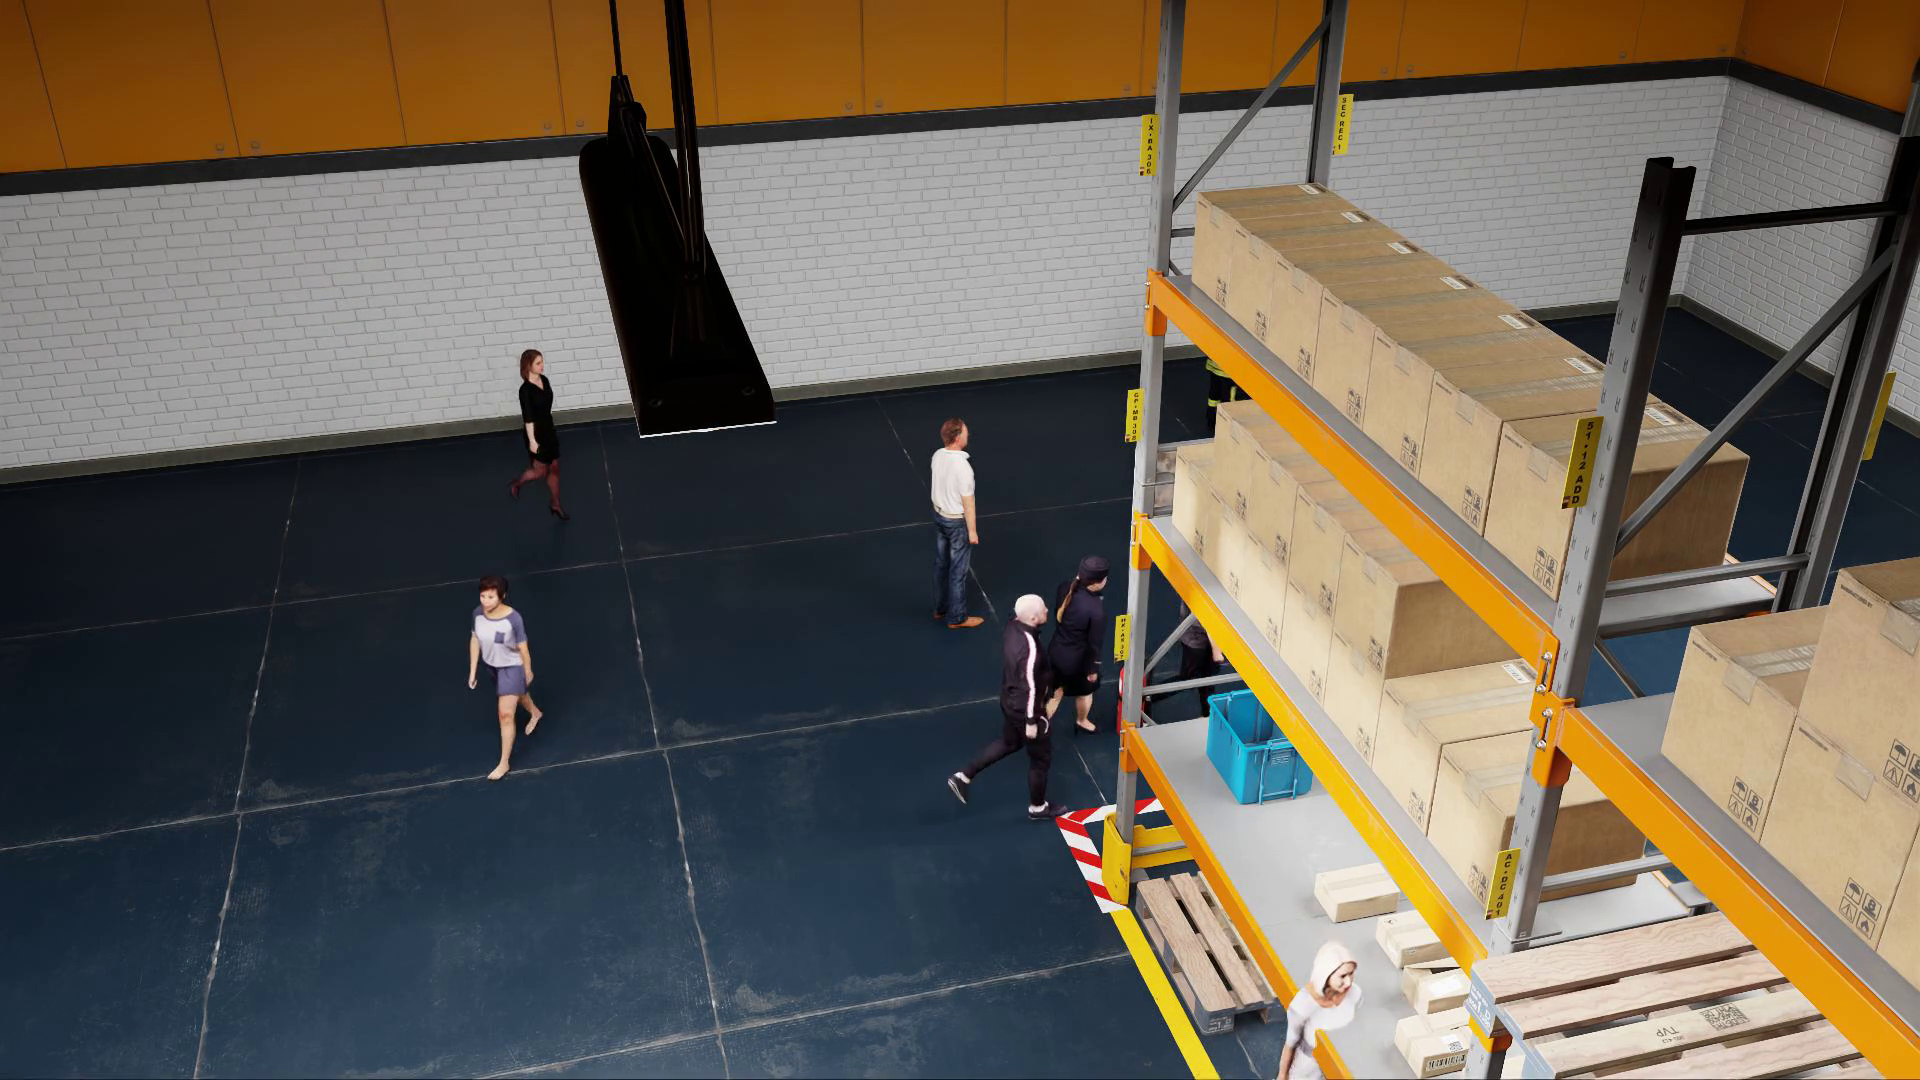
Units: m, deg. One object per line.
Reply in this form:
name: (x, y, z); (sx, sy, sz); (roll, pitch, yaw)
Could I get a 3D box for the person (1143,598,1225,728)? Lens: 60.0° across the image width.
person: (1.678, 0.706, 12.307); (0.961, 1.739, 1.088); (4, 29, 7)

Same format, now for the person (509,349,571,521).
person: (-3.963, -0.964, 15.417); (0.914, 1.693, 0.899); (9, 30, 17)

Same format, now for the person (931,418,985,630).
person: (-0.071, -0.148, 13.751); (0.787, 1.856, 0.613); (-16, 33, -27)

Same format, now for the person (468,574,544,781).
person: (-3.301, 0.897, 12.184); (0.967, 1.521, 1.101); (11, 31, 20)

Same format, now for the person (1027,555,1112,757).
person: (0.773, 0.884, 12.094); (1.023, 1.630, 1.074); (-23, 36, -35)

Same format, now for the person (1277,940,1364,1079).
person: (1.799, 2.718, 8.633); (0.704, 1.726, 0.936); (-13, 31, -23)

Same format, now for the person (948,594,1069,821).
person: (0.343, 1.180, 11.361); (0.731, 1.813, 0.987); (-7, 29, -12)
